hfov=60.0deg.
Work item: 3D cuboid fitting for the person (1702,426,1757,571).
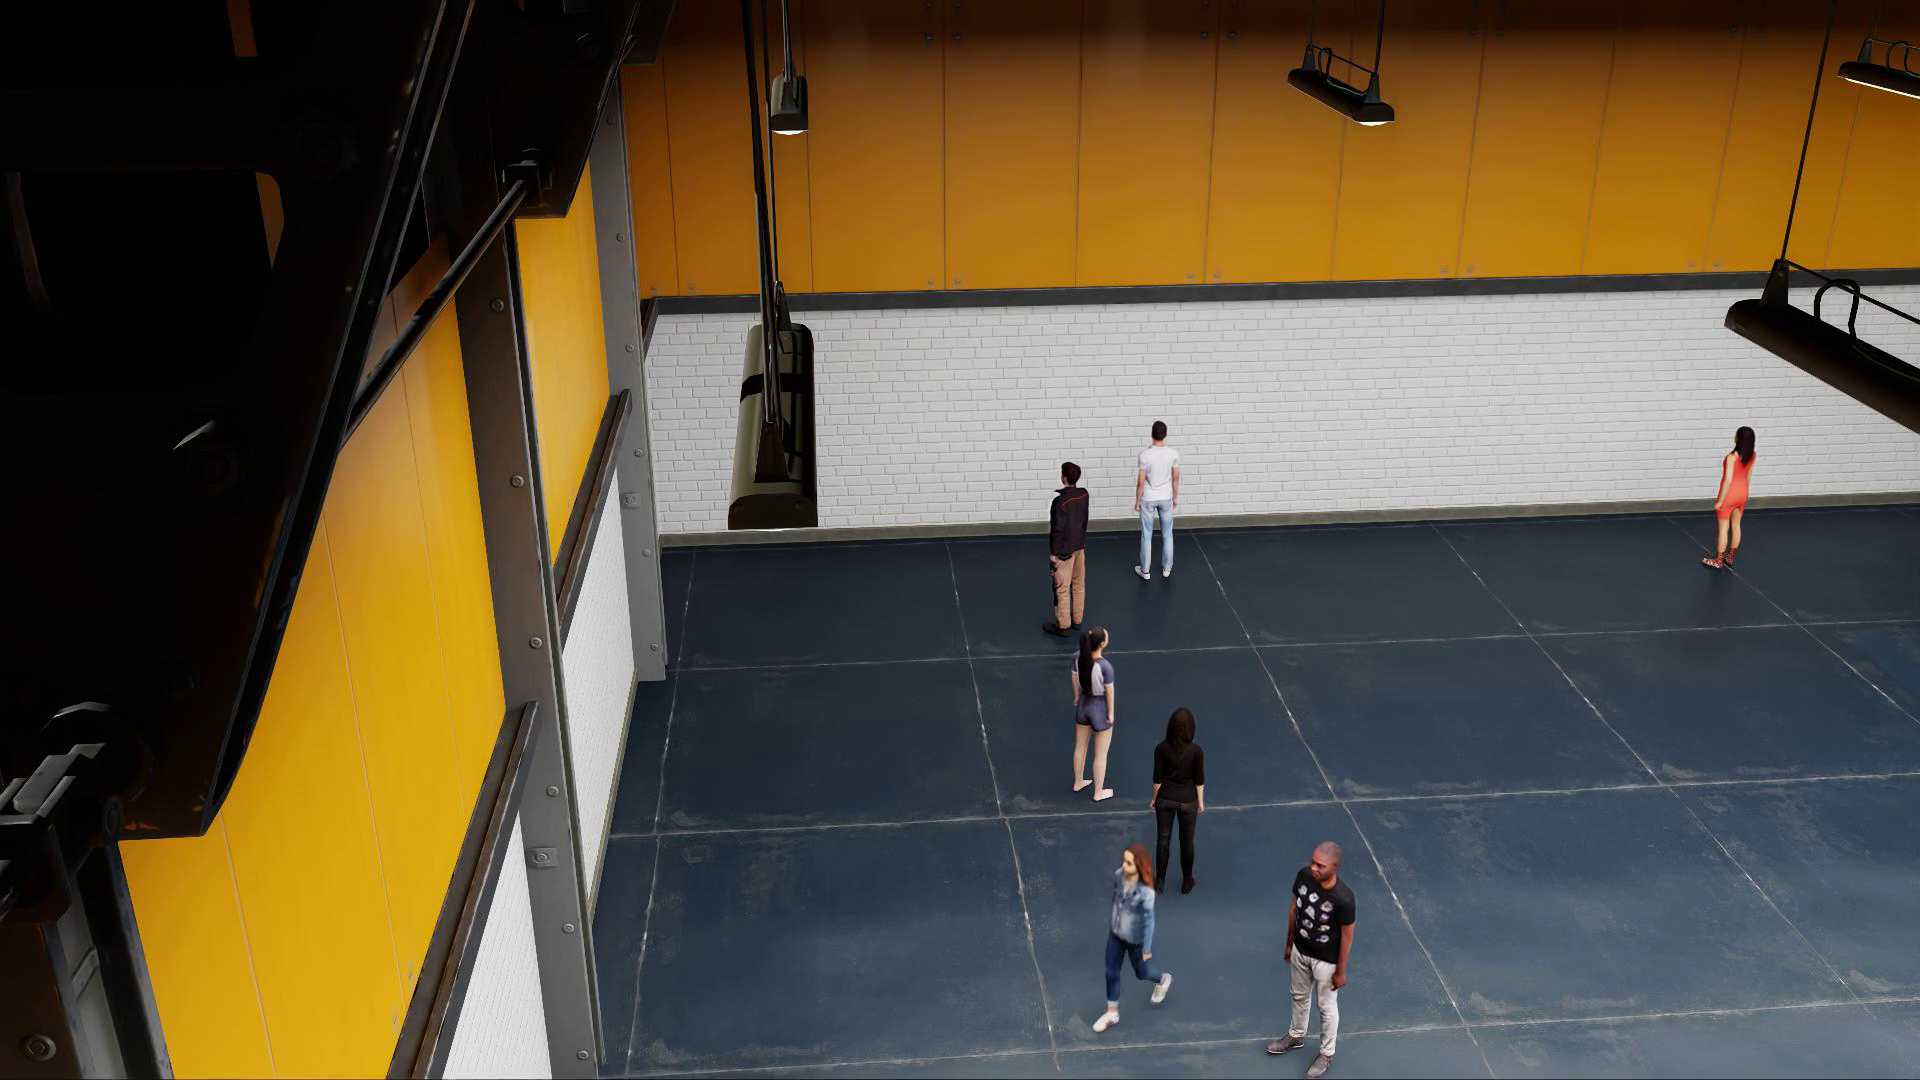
[{"bbox_3d":[8.844,-0.490,19.025,0.645,1.718,0.632,-10,26,-22],"label":"person"}]

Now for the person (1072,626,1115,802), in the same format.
[{"bbox_3d":[1.166,1.502,14.554,0.656,1.650,0.727,20,31,39],"label":"person"}]

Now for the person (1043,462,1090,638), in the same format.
[{"bbox_3d":[1.136,0.089,17.444,0.834,1.925,0.790,21,31,40],"label":"person"}]

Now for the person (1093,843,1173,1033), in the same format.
[{"bbox_3d":[1.266,2.793,11.843,0.951,1.456,0.968,-18,30,-36],"label":"person"}]

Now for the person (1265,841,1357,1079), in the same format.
[{"bbox_3d":[2.447,2.823,11.342,0.814,1.804,0.715,-18,29,-35],"label":"person"}]

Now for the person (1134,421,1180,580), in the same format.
[{"bbox_3d":[2.222,-0.453,18.778,0.664,1.851,0.561,-4,24,-9],"label":"person"}]

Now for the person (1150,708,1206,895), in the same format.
[{"bbox_3d":[1.729,2.078,13.248,0.631,1.642,0.585,4,24,9],"label":"person"}]
